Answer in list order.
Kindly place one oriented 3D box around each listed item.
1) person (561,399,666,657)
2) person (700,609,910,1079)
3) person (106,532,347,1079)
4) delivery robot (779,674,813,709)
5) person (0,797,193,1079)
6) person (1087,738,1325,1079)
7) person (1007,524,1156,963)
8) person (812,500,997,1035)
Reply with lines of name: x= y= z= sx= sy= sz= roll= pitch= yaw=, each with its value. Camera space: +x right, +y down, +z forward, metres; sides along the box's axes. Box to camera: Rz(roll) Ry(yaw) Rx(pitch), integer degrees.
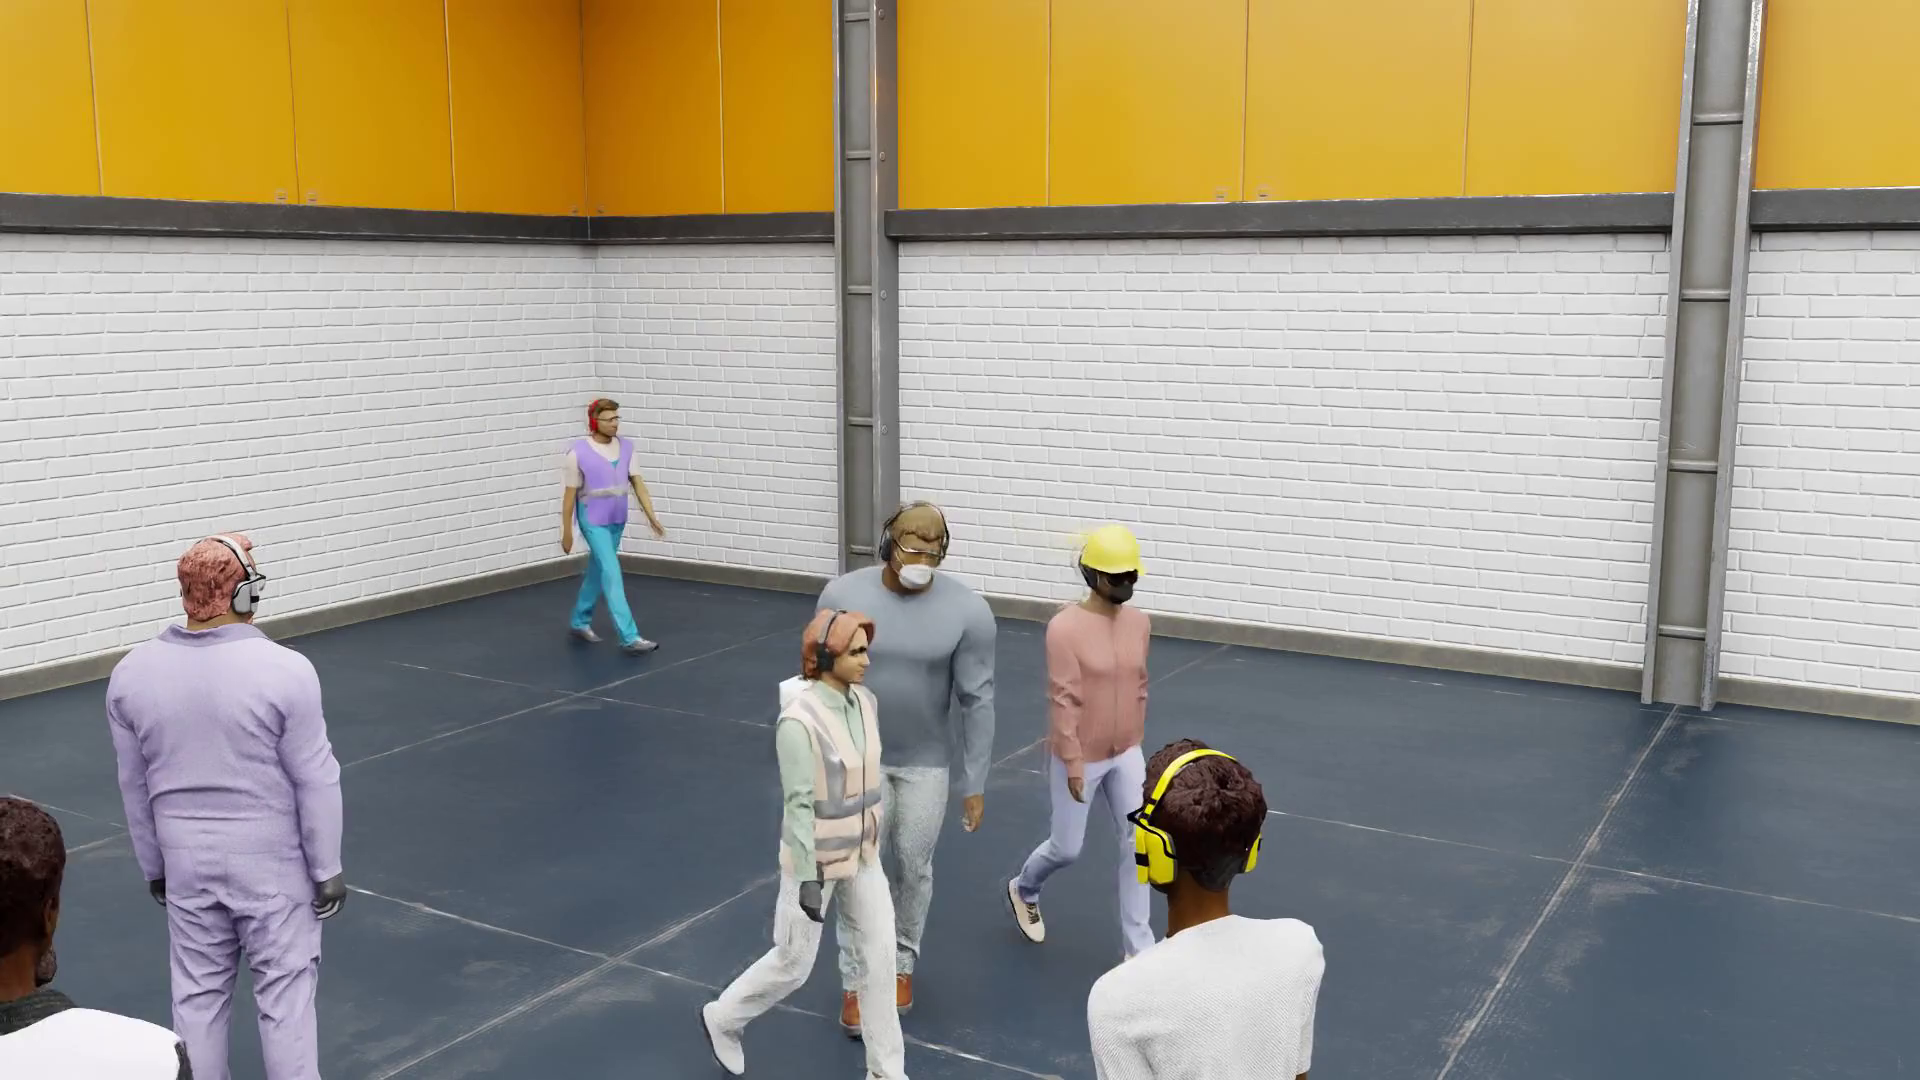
person: x=-2.483 y=-0.101 z=11.649 sx=1.002 sy=1.787 sz=0.570 roll=6 pitch=11 yaw=32
person: x=-0.478 y=1.004 z=5.312 sx=0.753 sy=1.612 sz=0.517 roll=6 pitch=11 yaw=31
person: x=-2.094 y=0.926 z=4.861 sx=0.643 sy=1.909 sz=0.410 roll=1 pitch=9 yaw=6
delivery robot: x=-0.623 y=0.882 z=9.046 sx=0.707 sy=0.478 sz=0.477 roll=4 pitch=10 yaw=25
person: x=-1.476 y=1.321 z=2.625 sx=0.595 sy=1.834 sz=1.029 roll=-3 pitch=9 yaw=-17
person: x=0.392 y=1.262 z=2.879 sx=0.536 sy=1.869 sz=0.314 roll=-7 pitch=11 yaw=-35
person: x=0.485 y=0.780 z=6.285 sx=0.519 sy=1.737 sz=0.757 roll=-6 pitch=11 yaw=-33
person: x=-0.199 y=0.782 z=5.801 sx=0.654 sy=1.895 sz=0.604 roll=1 pitch=9 yaw=5
